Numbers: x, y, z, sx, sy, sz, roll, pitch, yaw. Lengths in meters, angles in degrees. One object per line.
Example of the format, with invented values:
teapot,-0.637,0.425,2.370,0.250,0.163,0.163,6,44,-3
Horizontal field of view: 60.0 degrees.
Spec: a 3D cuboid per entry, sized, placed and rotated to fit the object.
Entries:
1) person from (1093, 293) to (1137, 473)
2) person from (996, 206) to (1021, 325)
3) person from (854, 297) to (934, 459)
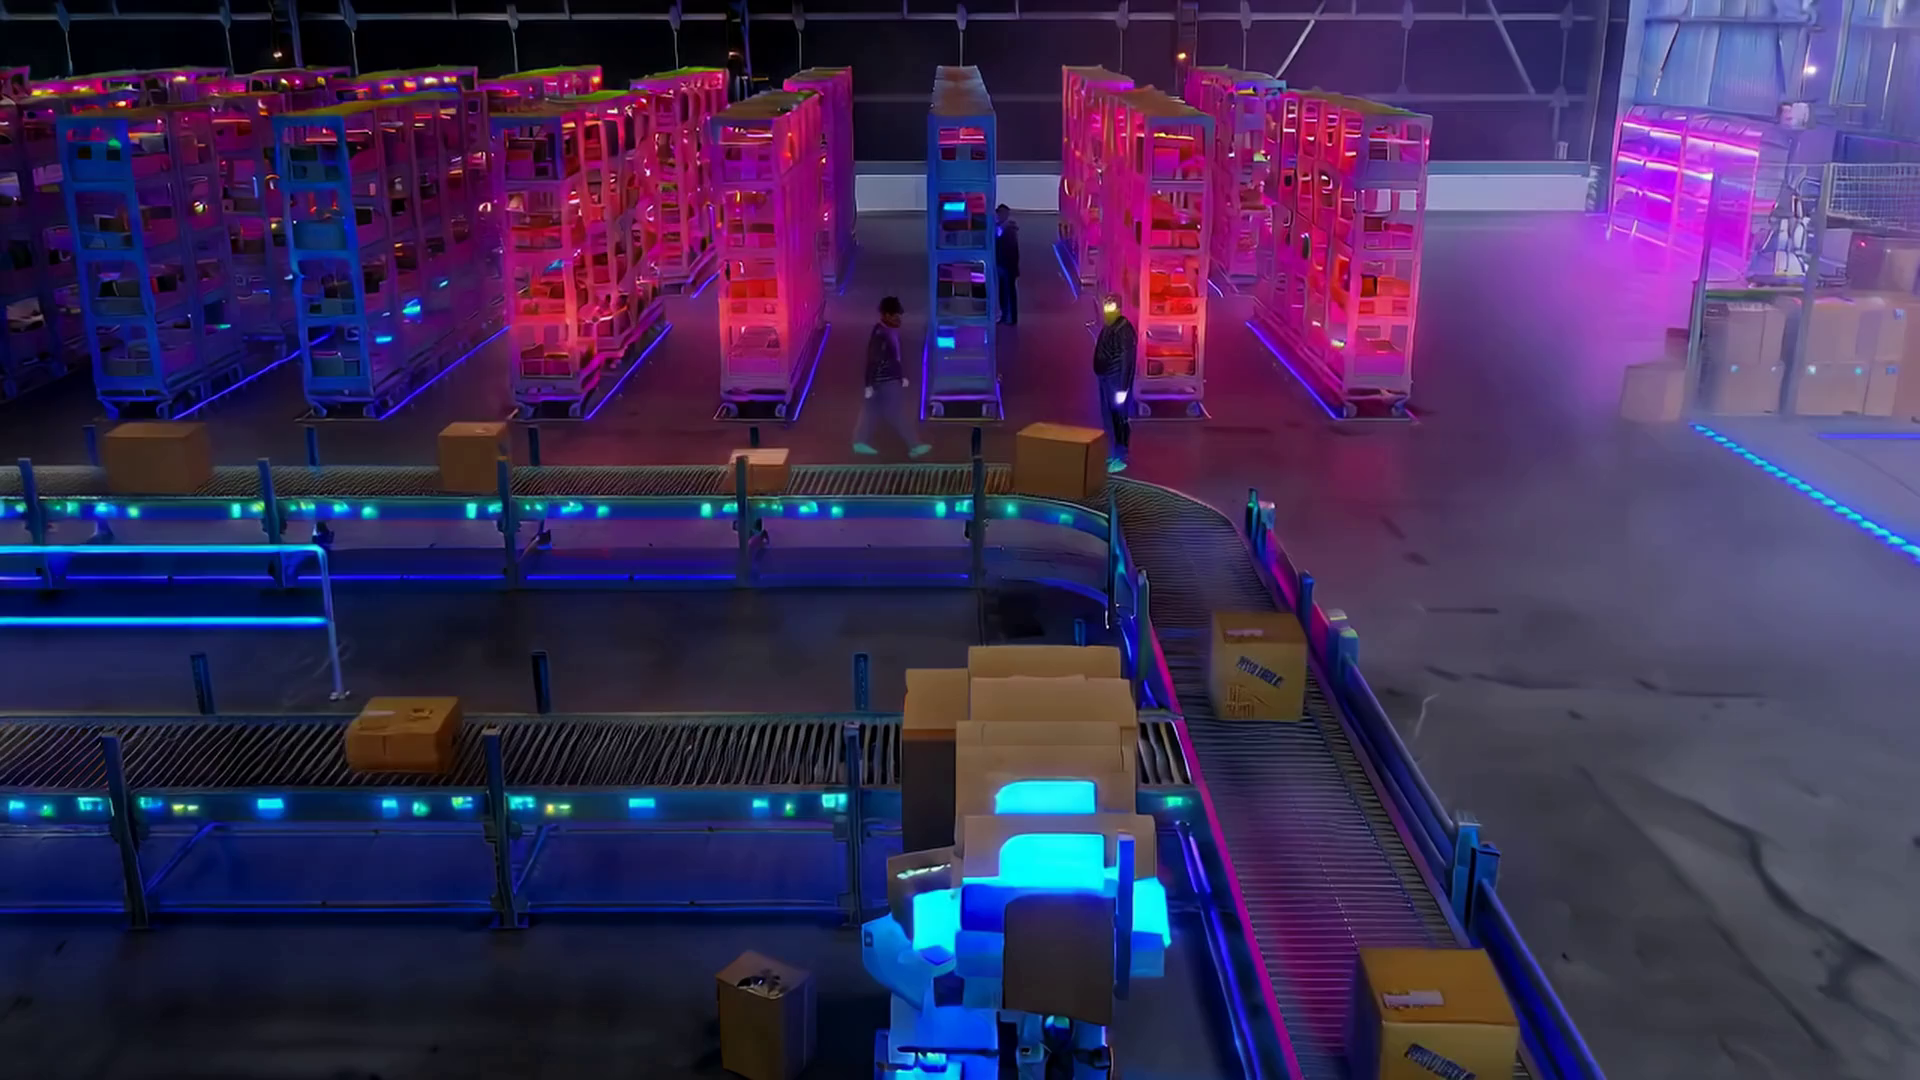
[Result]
person,1.616,-1.676,17.715,0.406,1.911,0.636,-5,19,-15
person,0.689,-4.269,25.825,0.579,1.831,0.396,11,21,30
person,-0.750,-1.770,18.201,0.973,1.773,0.617,3,18,9
